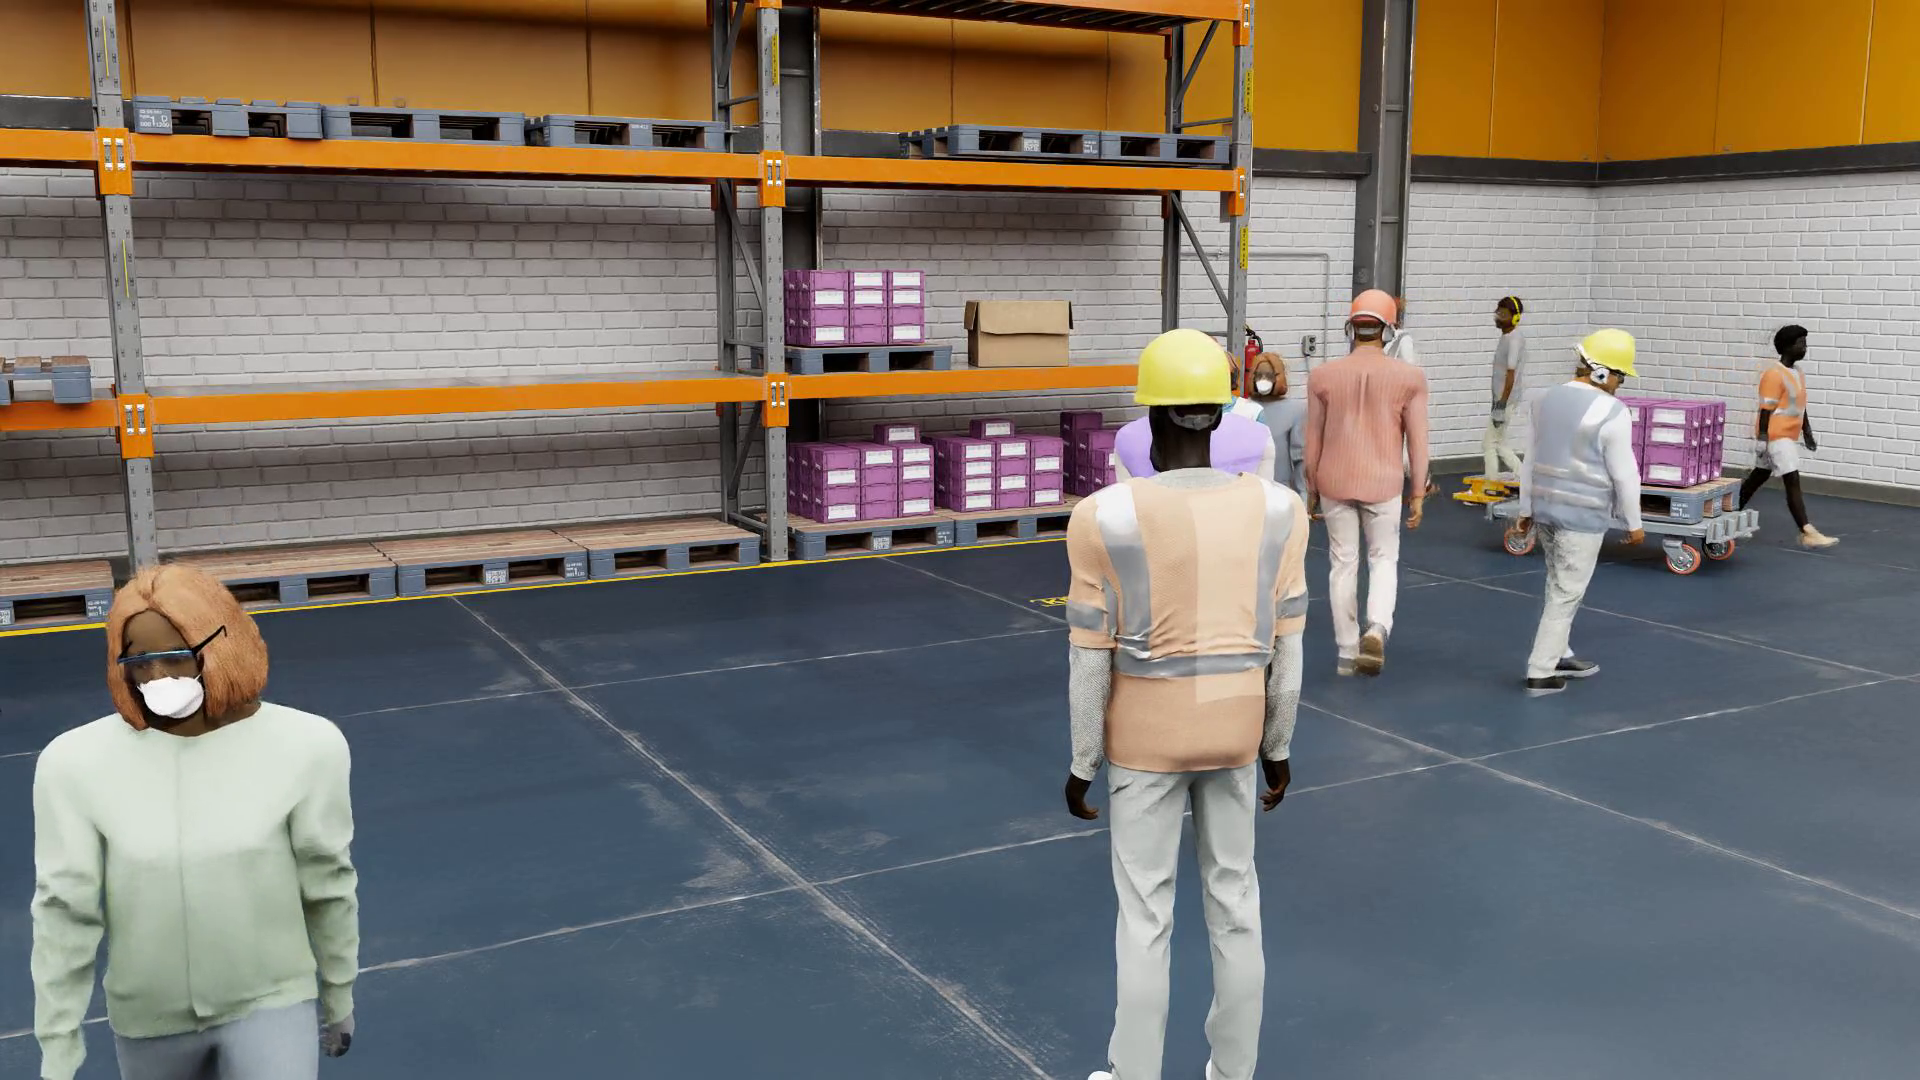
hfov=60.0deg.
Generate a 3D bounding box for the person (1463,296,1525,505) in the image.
[{"bbox_3d":[4.705,-1.180,14.336,0.603,1.822,0.593,3,10,16],"label":"person"}]

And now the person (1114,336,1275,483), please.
[{"bbox_3d":[0.825,0.189,5.911,0.567,1.848,0.389,1,9,6],"label":"person"}]

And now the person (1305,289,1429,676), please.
[{"bbox_3d":[2.014,-0.260,8.302,0.620,1.969,0.644,3,10,18],"label":"person"}]

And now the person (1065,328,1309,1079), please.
[{"bbox_3d":[0.525,0.468,3.960,0.587,1.930,0.359,-2,10,-13],"label":"person"}]

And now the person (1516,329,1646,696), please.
[{"bbox_3d":[3.023,-0.121,8.020,0.614,1.781,0.637,-3,10,-20],"label":"person"}]

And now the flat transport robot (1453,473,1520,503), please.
[{"bbox_3d":[5.066,-0.474,14.748,1.431,0.197,0.652,-8,12,-39],"label":"flat transport robot"}]

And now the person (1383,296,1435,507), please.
[{"bbox_3d":[3.667,-1.151,14.133,0.880,1.851,0.651,-4,10,-23],"label":"person"}]

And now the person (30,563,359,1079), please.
[{"bbox_3d":[-1.299,0.808,2.896,0.497,1.592,0.823,-2,10,-14],"label":"person"}]

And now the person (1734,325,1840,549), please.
[{"bbox_3d":[6.114,-0.774,12.374,0.886,1.646,0.542,8,12,41],"label":"person"}]

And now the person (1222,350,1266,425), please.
[{"bbox_3d":[1.369,-0.194,8.878,0.523,1.638,0.311,3,10,19],"label":"person"}]

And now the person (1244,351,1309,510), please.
[{"bbox_3d":[1.751,-0.279,9.502,0.511,1.618,0.674,5,10,26],"label":"person"}]
